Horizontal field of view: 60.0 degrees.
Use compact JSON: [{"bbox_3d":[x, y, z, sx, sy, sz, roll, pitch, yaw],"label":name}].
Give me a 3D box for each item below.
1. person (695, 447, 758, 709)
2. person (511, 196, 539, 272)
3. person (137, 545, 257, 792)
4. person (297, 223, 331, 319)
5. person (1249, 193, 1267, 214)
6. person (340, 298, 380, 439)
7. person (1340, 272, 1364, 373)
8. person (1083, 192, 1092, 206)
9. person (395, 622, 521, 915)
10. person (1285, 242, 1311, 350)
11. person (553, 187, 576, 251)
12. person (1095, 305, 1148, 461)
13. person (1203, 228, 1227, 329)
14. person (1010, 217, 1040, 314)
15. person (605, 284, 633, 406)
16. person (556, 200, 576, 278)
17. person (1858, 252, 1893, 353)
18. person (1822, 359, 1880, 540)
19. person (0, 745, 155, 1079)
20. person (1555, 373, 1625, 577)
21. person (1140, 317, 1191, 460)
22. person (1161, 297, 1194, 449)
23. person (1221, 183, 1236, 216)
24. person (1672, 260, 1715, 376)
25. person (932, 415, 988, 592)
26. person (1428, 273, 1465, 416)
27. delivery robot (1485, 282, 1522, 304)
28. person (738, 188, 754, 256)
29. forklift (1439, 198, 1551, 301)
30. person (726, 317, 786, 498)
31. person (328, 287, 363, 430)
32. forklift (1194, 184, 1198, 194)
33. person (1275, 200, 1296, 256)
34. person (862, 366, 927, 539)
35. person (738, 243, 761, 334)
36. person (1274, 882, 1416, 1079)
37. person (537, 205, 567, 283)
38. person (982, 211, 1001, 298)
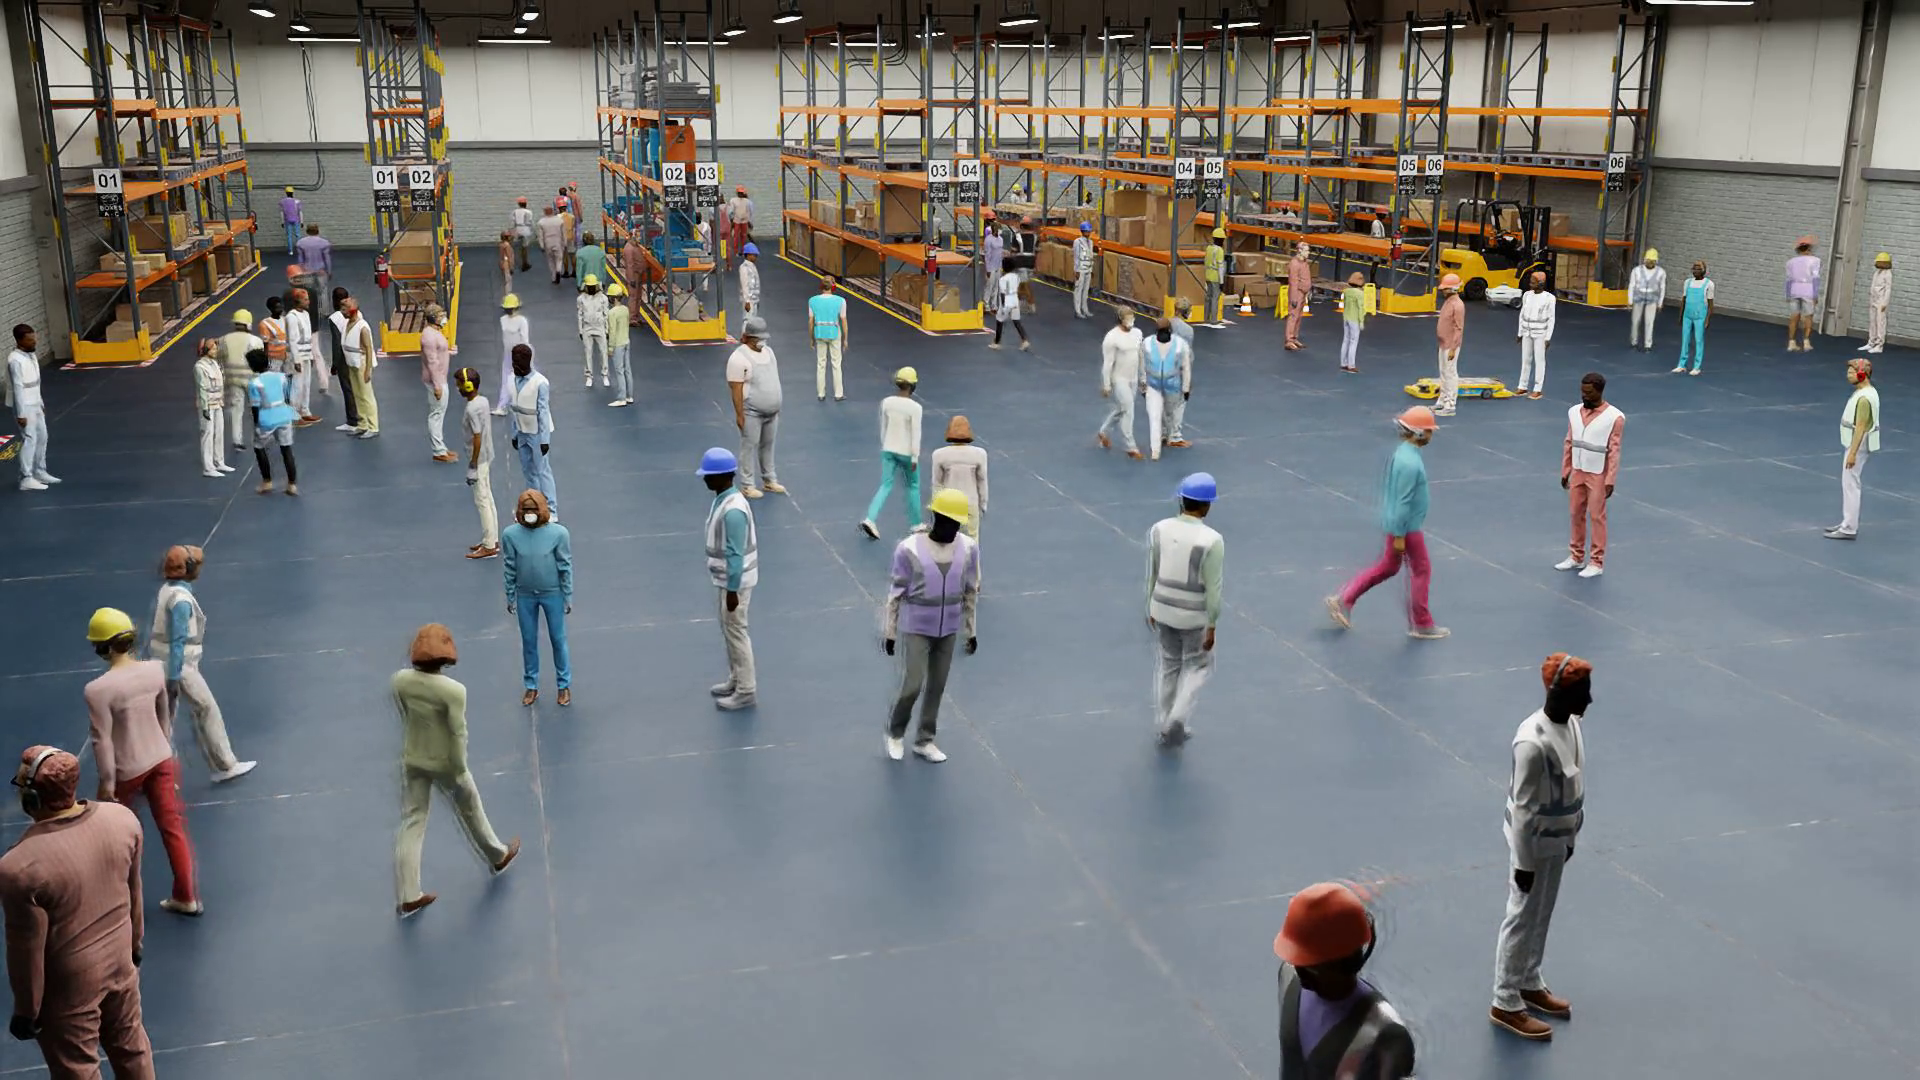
[{"bbox_3d":[-1.687,0.271,12.125,0.431,1.936,0.632,-4,15,-15],"label":"person"},{"bbox_3d":[-11.231,-7.918,43.008,0.569,1.898,0.885,5,16,17],"label":"person"},{"bbox_3d":[-4.966,0.829,10.658,0.809,1.597,0.536,-11,19,-37],"label":"person"},{"bbox_3d":[-12.961,-5.397,33.460,0.629,1.934,0.372,-3,15,-12],"label":"person"},{"bbox_3d":[8.748,-9.354,48.830,0.585,1.675,0.941,-2,15,-7],"label":"person"},{"bbox_3d":[-7.853,-2.251,21.787,0.565,1.841,0.387,14,21,43],"label":"person"},{"bbox_3d":[6.397,-3.545,27.077,0.287,1.629,0.501,-6,16,-22],"label":"person"},{"bbox_3d":[3.487,-8.604,45.639,0.330,1.874,0.518,7,16,24],"label":"person"},{"bbox_3d":[-2.853,1.217,9.237,0.491,1.584,0.850,6,16,20],"label":"person"},{"bbox_3d":[6.016,-4.320,29.480,0.397,1.899,0.638,7,16,25],"label":"person"},{"bbox_3d":[-11.542,-9.366,48.566,0.626,1.844,0.429,6,16,22],"label":"person"},{"bbox_3d":[1.997,-1.981,20.661,0.630,1.910,0.925,-14,20,-42],"label":"person"},{"bbox_3d":[4.952,-5.064,32.210,0.386,1.926,0.591,-5,16,-19],"label":"person"},{"bbox_3d":[1.339,-5.686,34.468,0.602,1.974,1.068,-8,17,-27],"label":"person"},{"bbox_3d":[-4.949,-2.816,24.063,0.312,1.768,0.530,4,15,15],"label":"person"},{"bbox_3d":[-9.800,-7.462,41.265,0.543,1.920,0.420,-14,20,-42],"label":"person"},{"bbox_3d":[16.102,-4.162,29.166,0.312,1.744,0.487,0,15,2],"label":"person"},{"bbox_3d":[9.048,-0.915,16.789,0.407,1.830,0.576,7,16,25],"label":"person"},{"bbox_3d":[-3.560,1.725,6.693,0.410,1.913,0.643,4,16,16],"label":"person"},{"bbox_3d":[5.878,-0.618,15.527,0.407,1.908,0.597,-9,17,-30],"label":"person"},{"bbox_3d":[2.564,-1.951,20.838,0.645,1.772,1.066,2,15,7],"label":"person"},{"bbox_3d":[2.761,-2.122,21.144,0.375,1.930,0.636,-8,17,-27],"label":"person"},{"bbox_3d":[7.832,-9.542,49.042,0.604,1.938,0.402,3,15,11],"label":"person"},{"bbox_3d":[11.817,-3.573,26.755,0.328,1.844,0.514,-11,19,-36],"label":"person"},{"bbox_3d":[0.000,-0.304,14.879,0.502,1.627,0.271,-1,15,-3],"label":"person"},{"bbox_3d":[6.855,-2.744,23.351,0.376,1.995,0.611,-1,15,-3],"label":"person"},{"bbox_3d":[11.509,-5.213,35.220,0.707,0.478,0.477,1,15,3],"label":"delivery robot"},{"bbox_3d":[-6.070,-9.018,47.131,0.561,1.946,0.503,10,18,34],"label":"person"},{"bbox_3d":[11.913,-6.508,37.130,2.313,2.155,1.214,-4,15,-15],"label":"forklift"},{"bbox_3d":[-2.243,-1.490,18.545,0.535,2.000,0.689,10,18,34],"label":"person"},{"bbox_3d":[-8.209,-2.427,22.304,0.392,1.919,0.590,4,16,16],"label":"person"},{"bbox_3d":[7.392,-11.333,53.972,1.873,2.768,1.129,-4,15,-15],"label":"forklift"},{"bbox_3d":[8.559,-8.076,43.878,0.573,1.749,0.342,12,19,37],"label":"person"},{"bbox_3d":[-0.656,-0.876,16.820,0.529,1.732,0.788,10,18,32],"label":"person"},{"bbox_3d":[-3.620,-4.142,28.700,0.383,1.950,0.601,2,15,6],"label":"person"},{"bbox_3d":[1.104,2.038,5.349,1.004,1.992,0.627,-8,17,-28],"label":"person"},{"bbox_3d":[-9.753,-7.069,39.842,0.668,1.883,0.649,-3,15,-12],"label":"person"},{"bbox_3d":[0.681,-6.345,37.012,0.376,1.935,0.550,10,18,32],"label":"person"}]
